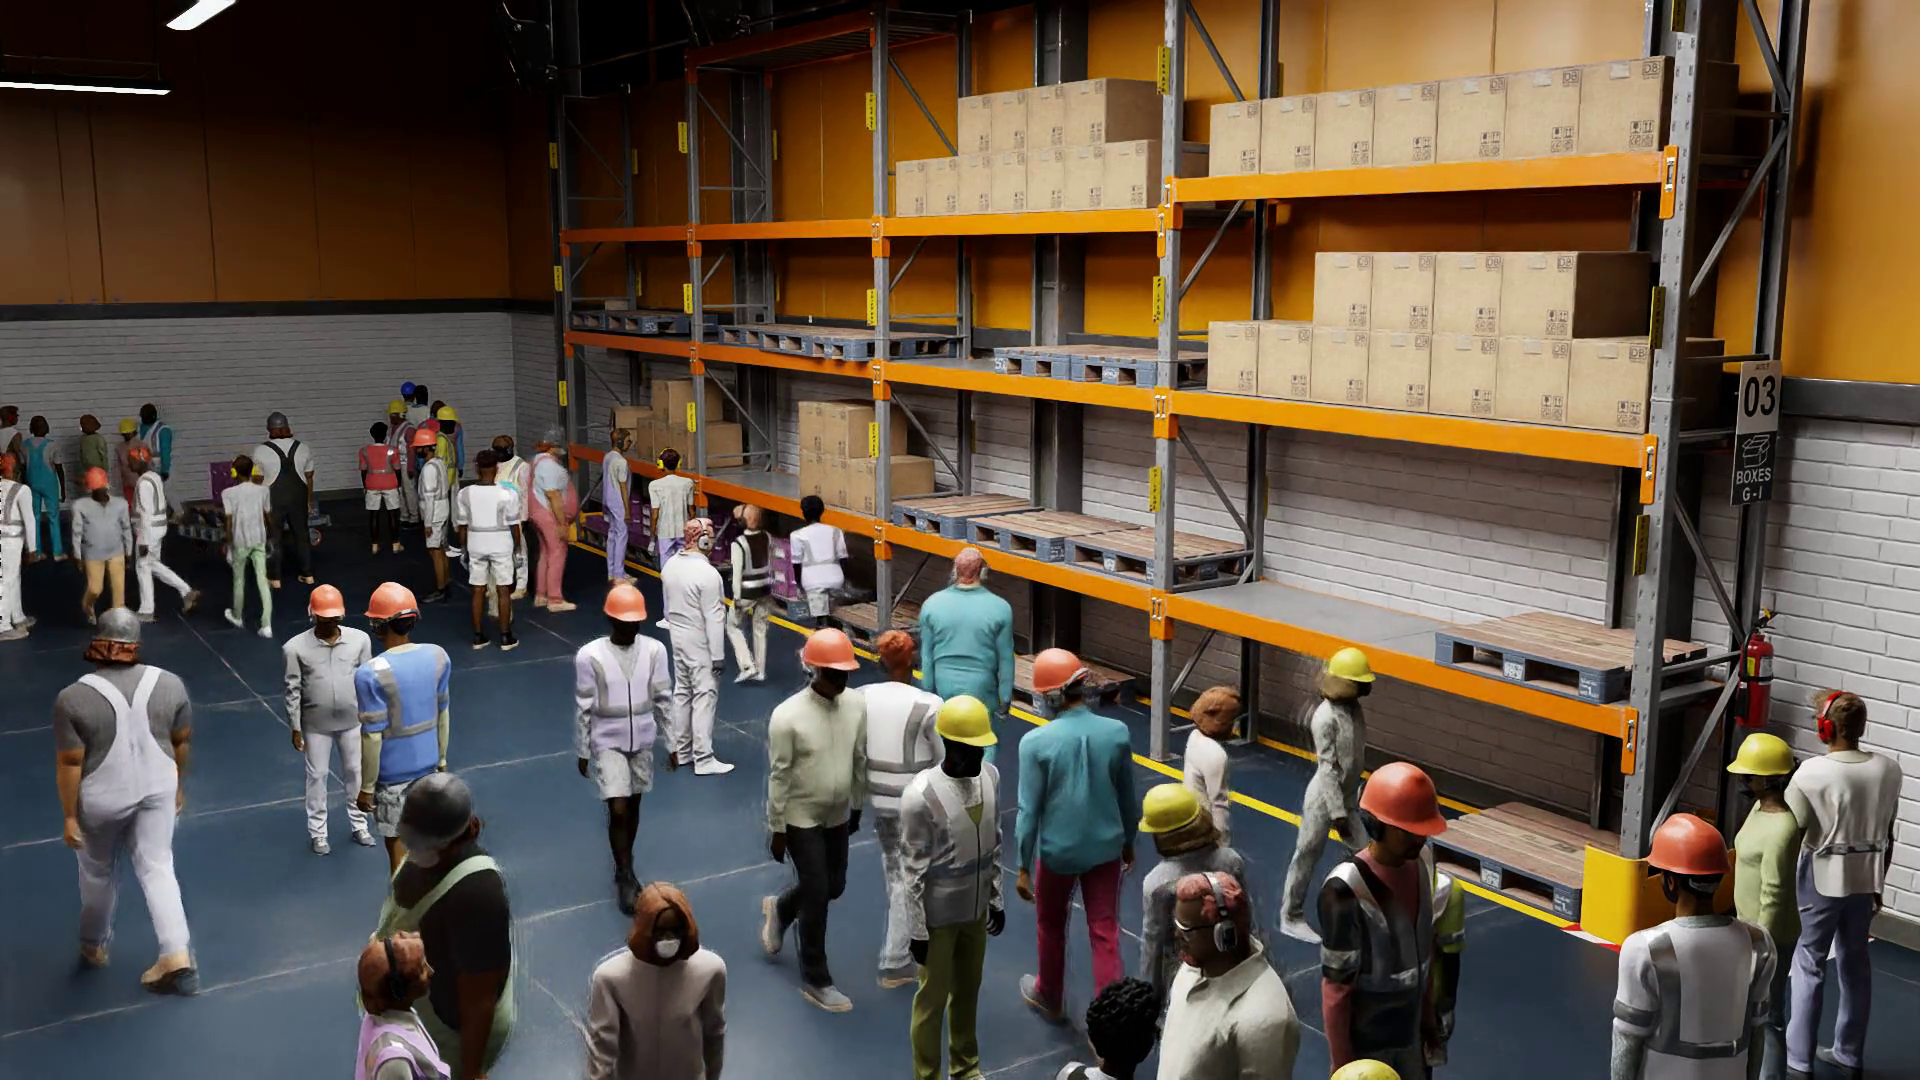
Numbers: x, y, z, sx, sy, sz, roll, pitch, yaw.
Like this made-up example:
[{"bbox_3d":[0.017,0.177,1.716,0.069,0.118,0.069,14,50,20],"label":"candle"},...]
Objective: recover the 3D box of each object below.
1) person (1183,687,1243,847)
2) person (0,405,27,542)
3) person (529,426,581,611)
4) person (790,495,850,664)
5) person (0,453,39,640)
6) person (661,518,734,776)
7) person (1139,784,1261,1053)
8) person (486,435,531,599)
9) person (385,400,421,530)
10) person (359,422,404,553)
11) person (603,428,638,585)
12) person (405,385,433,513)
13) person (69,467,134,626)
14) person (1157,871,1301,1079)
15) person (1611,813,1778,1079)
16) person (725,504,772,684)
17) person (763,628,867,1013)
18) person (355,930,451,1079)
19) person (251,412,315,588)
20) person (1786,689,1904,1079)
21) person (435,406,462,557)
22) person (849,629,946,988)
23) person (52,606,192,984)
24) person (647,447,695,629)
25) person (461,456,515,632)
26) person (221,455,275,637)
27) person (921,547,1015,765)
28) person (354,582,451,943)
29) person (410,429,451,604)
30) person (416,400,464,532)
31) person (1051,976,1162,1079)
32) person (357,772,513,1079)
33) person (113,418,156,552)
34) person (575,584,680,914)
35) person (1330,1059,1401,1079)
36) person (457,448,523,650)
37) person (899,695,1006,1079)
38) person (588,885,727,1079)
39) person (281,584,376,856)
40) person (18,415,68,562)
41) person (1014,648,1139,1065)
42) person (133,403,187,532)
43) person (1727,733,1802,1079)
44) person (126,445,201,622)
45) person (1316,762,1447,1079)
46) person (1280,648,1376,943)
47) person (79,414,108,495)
[{"bbox_3d":[1.258,1.544,8.600,0.363,1.617,0.564,0,10,-2],"label":"person"},{"bbox_3d":[-12.660,-0.867,22.124,0.562,1.834,0.402,5,11,28],"label":"person"},{"bbox_3d":[-4.355,-0.254,17.910,0.538,2.000,0.726,-4,11,-24],"label":"person"},{"bbox_3d":[-1.262,0.414,15.200,0.528,1.632,0.900,-6,12,-33],"label":"person"},{"bbox_3d":[-9.531,0.058,16.682,0.596,1.848,0.683,3,10,18],"label":"person"},{"bbox_3d":[-1.913,0.779,12.270,0.402,1.899,0.646,-8,13,-40],"label":"person"},{"bbox_3d":[1.031,1.812,6.780,0.658,1.697,0.411,-4,11,-23],"label":"person"},{"bbox_3d":[-5.052,-0.258,18.538,0.622,1.839,0.429,5,11,26],"label":"person"},{"bbox_3d":[-7.795,-1.051,23.242,0.403,1.823,0.593,-9,13,-44],"label":"person"},{"bbox_3d":[-7.416,-0.668,21.347,0.537,1.696,0.318,-1,10,-6],"label":"person"},{"bbox_3d":[-3.956,-0.387,19.307,0.355,1.836,0.514,-7,12,-35],"label":"person"},{"bbox_3d":[-7.936,-1.330,24.577,0.591,1.922,0.392,4,10,21],"label":"person"},{"bbox_3d":[-8.608,0.107,16.675,0.576,1.735,0.587,-9,13,-44],"label":"person"},{"bbox_3d":[0.813,1.969,5.301,0.400,1.893,0.658,-2,10,-14],"label":"person"},{"bbox_3d":[2.465,1.883,5.706,0.543,1.929,0.386,-1,10,-7],"label":"person"},{"bbox_3d":[-1.864,0.482,14.797,0.361,1.625,0.531,8,12,38],"label":"person"},{"bbox_3d":[-0.799,1.377,8.590,0.619,1.966,0.779,-9,13,-43],"label":"person"},{"bbox_3d":[-1.810,2.070,5.428,0.309,1.645,0.515,-4,11,-24],"label":"person"},{"bbox_3d":[-7.846,-0.484,19.256,0.686,2.000,0.536,-8,13,-40],"label":"person"},{"bbox_3d":[4.012,1.601,7.624,0.562,1.838,0.388,-2,10,-10],"label":"person"},{"bbox_3d":[-6.523,-0.745,21.156,0.407,1.918,0.588,-3,10,-16],"label":"person"},{"bbox_3d":[-0.263,1.388,8.812,0.674,1.859,0.718,5,11,29],"label":"person"},{"bbox_3d":[-4.362,1.307,8.749,0.994,2.000,0.693,9,13,43],"label":"person"},{"bbox_3d":[-2.950,-0.018,17.030,0.532,1.868,0.310,-7,12,-34],"label":"person"},{"bbox_3d":[-4.771,0.021,17.032,0.913,1.803,0.559,9,13,44],"label":"person"},{"bbox_3d":[-7.196,0.045,16.811,0.554,1.812,0.990,-9,13,-42],"label":"person"},{"bbox_3d":[0.046,0.992,11.050,0.651,1.892,0.517,3,10,15],"label":"person"},{"bbox_3d":[-3.065,1.240,9.132,0.374,2.043,0.611,5,11,28],"label":"person"},{"bbox_3d":[-5.812,-0.258,18.275,0.380,1.931,0.539,-1,10,-6],"label":"person"},{"bbox_3d":[-7.168,-1.010,22.972,0.629,1.835,0.432,-3,10,-18],"label":"person"},{"bbox_3d":[0.461,2.127,4.965,0.320,1.694,0.534,-7,12,-34],"label":"person"},{"bbox_3d":[-1.922,1.756,6.108,0.535,2.000,0.724,-6,11,-30],"label":"person"},{"bbox_3d":[-10.636,-0.705,21.418,0.544,1.746,0.365,2,10,13],"label":"person"},{"bbox_3d":[-1.914,1.204,9.715,0.566,1.906,0.799,-5,11,-29],"label":"person"},{"bbox_3d":[1.030,2.201,4.401,0.320,1.738,0.483,-1,10,-8],"label":"person"},{"bbox_3d":[-4.542,0.093,16.100,0.609,1.960,0.371,1,10,3],"label":"person"},{"bbox_3d":[-0.008,1.610,7.321,0.396,1.921,0.585,9,13,41],"label":"person"},{"bbox_3d":[-1.085,2.000,6.025,0.501,1.583,0.884,-3,10,-15],"label":"person"},{"bbox_3d":[-3.999,1.136,10.616,0.566,1.744,0.350,-6,12,-33],"label":"person"},{"bbox_3d":[-11.433,-0.633,20.752,0.501,1.839,0.346,-2,10,-12],"label":"person"},{"bbox_3d":[0.539,1.472,8.065,0.686,1.928,0.931,-3,10,-17],"label":"person"},{"bbox_3d":[-11.260,-1.035,23.292,0.676,1.786,0.949,3,10,19],"label":"person"},{"bbox_3d":[3.479,1.701,7.262,0.341,1.760,0.525,3,10,18],"label":"person"},{"bbox_3d":[-8.394,-0.070,17.325,0.627,1.872,0.587,-2,10,-14],"label":"person"},{"bbox_3d":[1.548,1.778,6.041,0.613,2.028,0.409,-9,13,-42],"label":"person"},{"bbox_3d":[2.119,1.429,9.018,0.885,1.698,0.489,9,13,43],"label":"person"},{"bbox_3d":[-12.010,-0.928,23.063,0.500,1.632,0.286,5,11,27],"label":"person"}]
